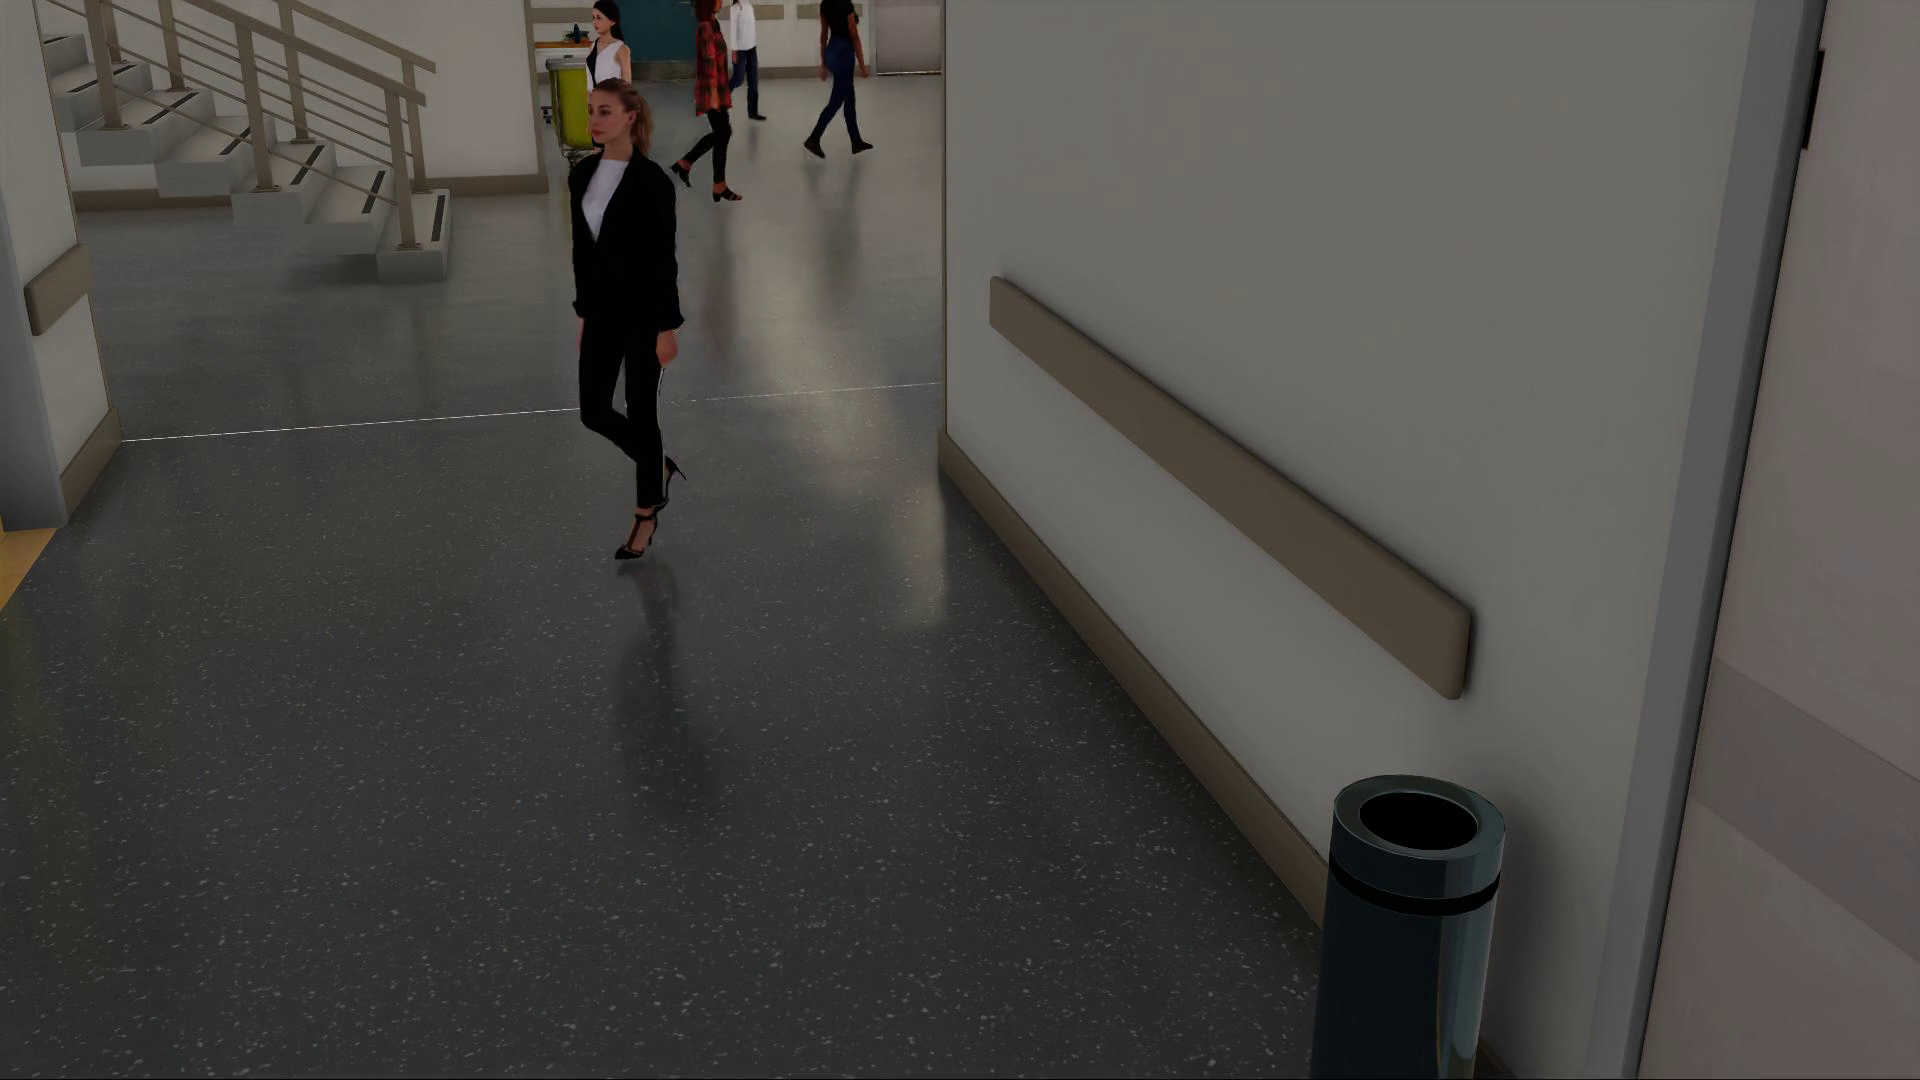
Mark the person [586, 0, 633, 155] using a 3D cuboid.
[{"bbox_3d":[-2.475,-2.989,11.852,0.630,1.650,0.685,12,24,30],"label":"person"}]

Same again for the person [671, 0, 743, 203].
[{"bbox_3d":[-2.045,-3.547,13.266,0.837,1.691,0.689,-2,21,-5],"label":"person"}]

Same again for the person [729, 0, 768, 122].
[{"bbox_3d":[-2.458,-5.442,18.479,0.912,1.543,0.880,13,24,31],"label":"person"}]

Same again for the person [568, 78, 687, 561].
[{"bbox_3d":[-1.136,-0.774,5.933,0.785,1.699,0.848,11,23,26],"label":"person"}]

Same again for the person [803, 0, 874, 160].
[{"bbox_3d":[-1.164,-4.395,15.494,0.995,1.698,1.228,18,27,40],"label":"person"}]
